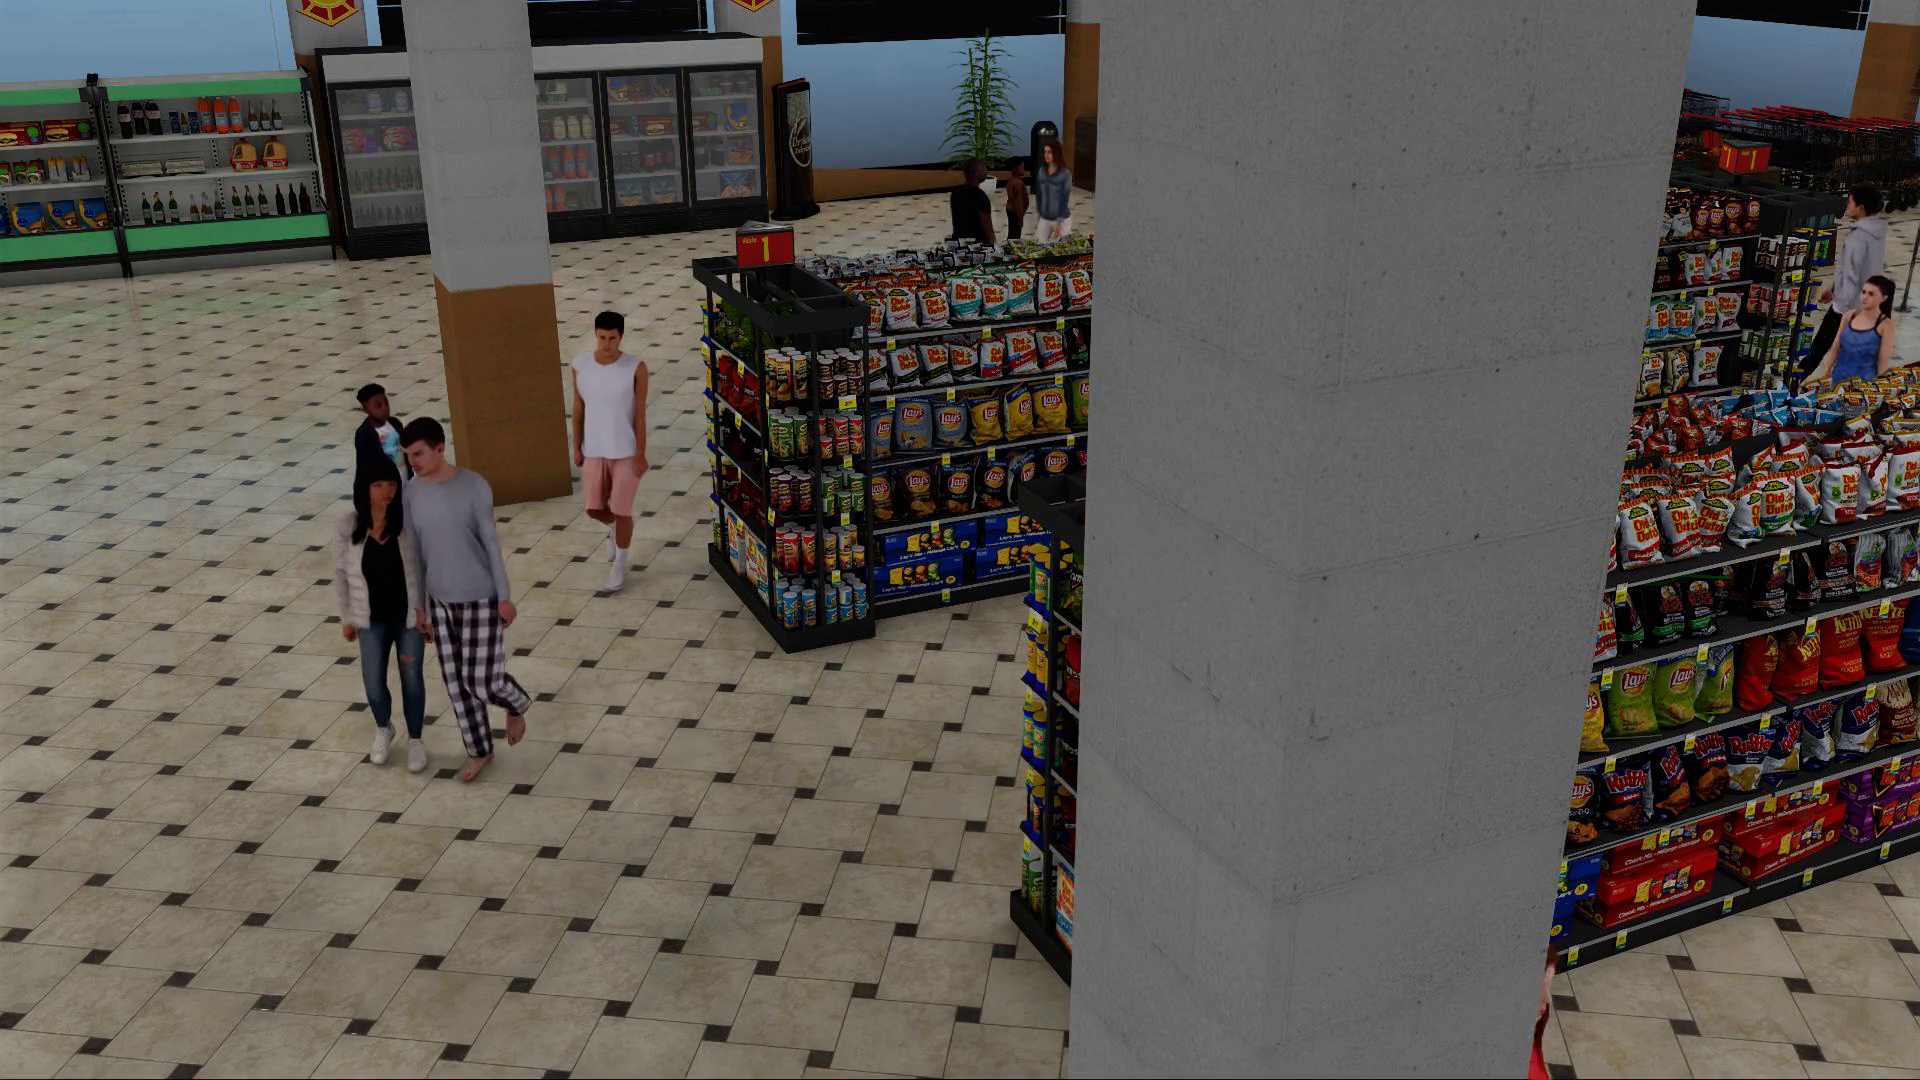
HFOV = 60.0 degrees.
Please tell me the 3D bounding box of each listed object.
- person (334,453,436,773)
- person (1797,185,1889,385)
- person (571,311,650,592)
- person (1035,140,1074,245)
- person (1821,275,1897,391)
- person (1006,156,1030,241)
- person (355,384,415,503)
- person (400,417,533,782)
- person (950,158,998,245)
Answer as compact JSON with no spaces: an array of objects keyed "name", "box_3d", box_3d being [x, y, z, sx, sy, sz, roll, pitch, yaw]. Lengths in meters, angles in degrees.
[{"name":"person","box_3d":[-2.794,0.335,8.205,0.568,1.629,0.740,-5,22,-12]},{"name":"person","box_3d":[7.252,-1.830,13.287,1.258,1.857,0.998,-19,29,-39]},{"name":"person","box_3d":[-2.104,-0.575,10.298,0.920,1.757,0.966,6,23,14]},{"name":"person","box_3d":[1.029,-3.272,17.105,0.711,1.687,0.733,16,27,35]},{"name":"person","box_3d":[6.376,-1.086,11.807,1.041,1.581,0.592,-8,23,-20]},{"name":"person","box_3d":[0.622,-3.690,18.724,0.524,1.254,0.559,-5,23,-13]},{"name":"person","box_3d":[-3.661,-0.382,10.489,0.866,1.255,0.872,12,25,27]},{"name":"person","box_3d":[-2.393,0.249,8.144,0.852,1.834,0.915,2,22,5]},{"name":"person","box_3d":[0.035,-2.524,15.127,1.245,1.773,0.692,-11,25,-26]}]
